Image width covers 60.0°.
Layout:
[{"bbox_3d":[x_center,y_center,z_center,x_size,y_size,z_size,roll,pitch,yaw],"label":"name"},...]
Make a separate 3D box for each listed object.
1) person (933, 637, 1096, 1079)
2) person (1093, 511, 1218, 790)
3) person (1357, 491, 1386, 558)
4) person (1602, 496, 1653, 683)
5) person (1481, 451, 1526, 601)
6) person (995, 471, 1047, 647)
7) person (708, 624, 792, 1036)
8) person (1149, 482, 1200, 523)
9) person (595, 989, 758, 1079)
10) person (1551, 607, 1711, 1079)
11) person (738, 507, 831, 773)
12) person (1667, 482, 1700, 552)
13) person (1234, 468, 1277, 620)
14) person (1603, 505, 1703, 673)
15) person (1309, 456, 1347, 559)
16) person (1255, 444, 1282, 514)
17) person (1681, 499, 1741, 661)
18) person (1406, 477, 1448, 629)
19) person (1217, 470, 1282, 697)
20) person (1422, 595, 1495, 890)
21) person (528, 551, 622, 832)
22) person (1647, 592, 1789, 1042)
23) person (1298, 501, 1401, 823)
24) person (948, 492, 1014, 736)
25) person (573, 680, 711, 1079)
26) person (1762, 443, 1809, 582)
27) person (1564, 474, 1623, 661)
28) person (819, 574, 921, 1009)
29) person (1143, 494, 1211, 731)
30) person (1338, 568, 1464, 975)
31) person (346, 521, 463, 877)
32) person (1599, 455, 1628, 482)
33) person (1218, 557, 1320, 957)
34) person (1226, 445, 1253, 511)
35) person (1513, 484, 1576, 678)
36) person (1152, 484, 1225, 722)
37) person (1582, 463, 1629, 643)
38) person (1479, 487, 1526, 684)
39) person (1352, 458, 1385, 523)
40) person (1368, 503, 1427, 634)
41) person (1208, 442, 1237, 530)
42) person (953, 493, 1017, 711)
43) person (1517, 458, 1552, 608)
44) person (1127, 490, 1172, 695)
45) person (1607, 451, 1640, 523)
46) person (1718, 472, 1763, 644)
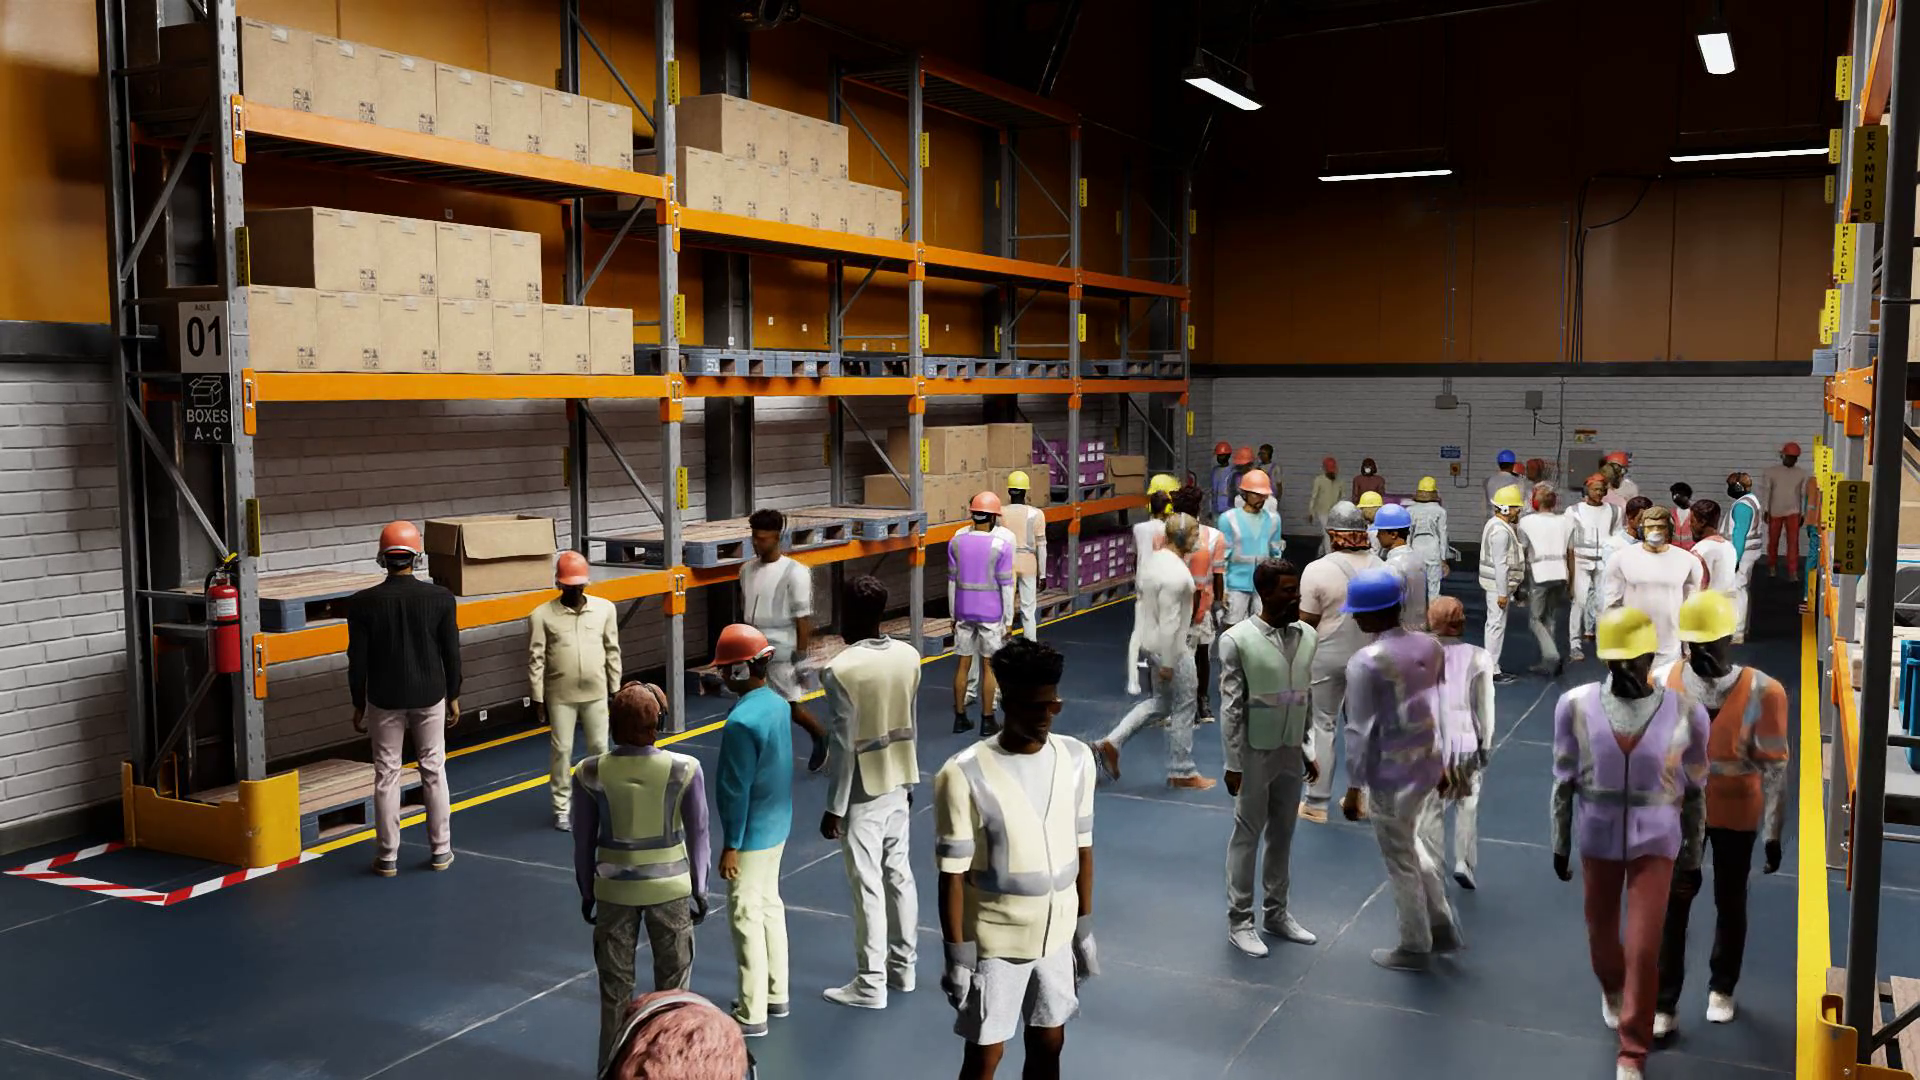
[{"bbox_3d":[0.193,1.277,5.410,0.606,1.957,0.388,-3,6,-32],"label":"person"},{"bbox_3d":[1.335,0.753,11.266,0.758,1.915,0.625,0,5,-4],"label":"person"},{"bbox_3d":[3.992,0.393,16.104,0.340,1.736,0.485,2,6,18],"label":"person"},{"bbox_3d":[5.191,0.608,12.862,0.598,1.908,0.402,-3,6,-29],"label":"person"},{"bbox_3d":[6.942,-0.176,21.246,0.550,1.920,0.604,-4,7,-39],"label":"person"},{"bbox_3d":[0.554,0.300,16.046,0.585,1.929,0.370,1,5,15],"label":"person"},{"bbox_3d":[-0.906,1.225,7.122,0.355,1.737,0.573,1,5,11],"label":"person"},{"bbox_3d":[2.318,0.217,18.095,0.582,1.717,0.871,1,5,10],"label":"person"},{"bbox_3d":[-0.399,1.588,2.387,0.657,1.893,0.400,-4,7,-35],"label":"person"},{"bbox_3d":[2.700,1.188,6.723,0.585,1.895,0.891,3,6,27],"label":"person"},{"bbox_3d":[-1.219,0.732,11.357,0.613,1.940,0.821,4,7,35],"label":"person"},{"bbox_3d":[8.259,0.174,18.840,0.355,1.658,0.559,-3,6,-32],"label":"person"},{"bbox_3d":[3.239,0.116,18.456,0.543,1.843,0.470,2,6,20],"label":"person"},{"bbox_3d":[4.742,0.725,11.415,0.627,1.940,0.375,2,6,17],"label":"person"},{"bbox_3d":[5.539,-0.429,25.115,0.593,1.701,0.822,-1,5,-15],"label":"person"},{"bbox_3d":[4.786,-0.577,25.941,0.325,1.842,0.513,-5,7,-41],"label":"person"},{"bbox_3d":[5.595,0.651,12.410,0.601,1.906,0.386,-5,7,-44],"label":"person"},{"bbox_3d":[5.164,0.169,18.441,0.485,1.744,0.295,3,6,29],"label":"person"},{"bbox_3d":[2.538,0.396,14.539,0.618,2.029,0.455,-2,6,-16],"label":"person"},{"bbox_3d":[2.614,1.107,8.985,0.512,1.623,0.365,2,6,17],"label":"person"},{"bbox_3d":[-2.366,0.928,10.286,0.577,1.738,0.354,-3,6,-27],"label":"person"},{"bbox_3d":[3.142,1.164,6.990,0.597,1.883,0.900,4,6,34],"label":"person"},{"bbox_3d":[2.412,0.753,10.569,0.681,2.000,0.535,-2,6,-19],"label":"person"},{"bbox_3d":[0.175,0.581,13.077,0.550,1.922,0.391,2,6,23],"label":"person"},{"bbox_3d":[-1.197,1.350,6.286,0.513,1.641,0.307,0,5,-4],"label":"person"},{"bbox_3d":[11.689,-0.408,23.590,0.611,1.945,0.971,2,6,20],"label":"person"},{"bbox_3d":[6.314,0.276,16.618,0.572,1.877,0.362,0,5,5],"label":"person"},{"bbox_3d":[-0.386,1.109,7.392,0.393,1.919,0.590,4,6,35],"label":"person"},{"bbox_3d":[1.682,0.584,13.064,0.607,1.915,0.693,-4,7,-36],"label":"person"},{"bbox_3d":[2.011,1.081,7.772,0.632,1.909,0.476,-5,7,-43],"label":"person"},{"bbox_3d":[-3.118,0.888,9.362,0.611,1.995,0.375,-2,6,-23],"label":"person"},{"bbox_3d":[8.778,-0.229,22.301,0.820,1.844,0.594,-3,6,-31],"label":"person"},{"bbox_3d":[1.510,1.038,8.139,0.596,1.921,0.385,-4,6,-34],"label":"person"},{"bbox_3d":[3.568,-0.194,20.965,0.490,2.012,0.678,-3,6,-33],"label":"person"},{"bbox_3d":[5.496,0.399,15.514,0.587,1.827,0.672,-1,5,-13],"label":"person"},{"bbox_3d":[1.855,0.519,13.566,0.600,1.958,0.380,0,5,1],"label":"person"},{"bbox_3d":[6.826,0.154,17.557,0.362,1.939,0.636,-2,6,-20],"label":"person"},{"bbox_3d":[5.012,0.417,15.381,0.404,1.824,0.586,1,5,13],"label":"person"},{"bbox_3d":[6.298,-0.449,25.676,0.501,1.633,0.279,2,6,20],"label":"person"},{"bbox_3d":[3.029,0.714,11.551,0.416,1.939,0.605,3,6,32],"label":"person"},{"bbox_3d":[3.811,-0.454,24.105,0.358,1.938,0.542,-5,7,-42],"label":"person"},{"bbox_3d":[0.210,0.519,14.127,0.572,1.843,0.373,2,6,24],"label":"person"},{"bbox_3d":[7.121,-0.080,20.494,0.452,1.866,0.576,0,5,1],"label":"person"},{"bbox_3d":[1.744,0.460,14.929,0.535,1.808,0.955,4,7,36],"label":"person"},{"bbox_3d":[7.676,-0.048,19.510,0.621,1.986,0.409,5,7,44],"label":"person"},{"bbox_3d":[8.333,0.190,17.788,0.429,1.831,0.631,3,6,30],"label":"person"}]
